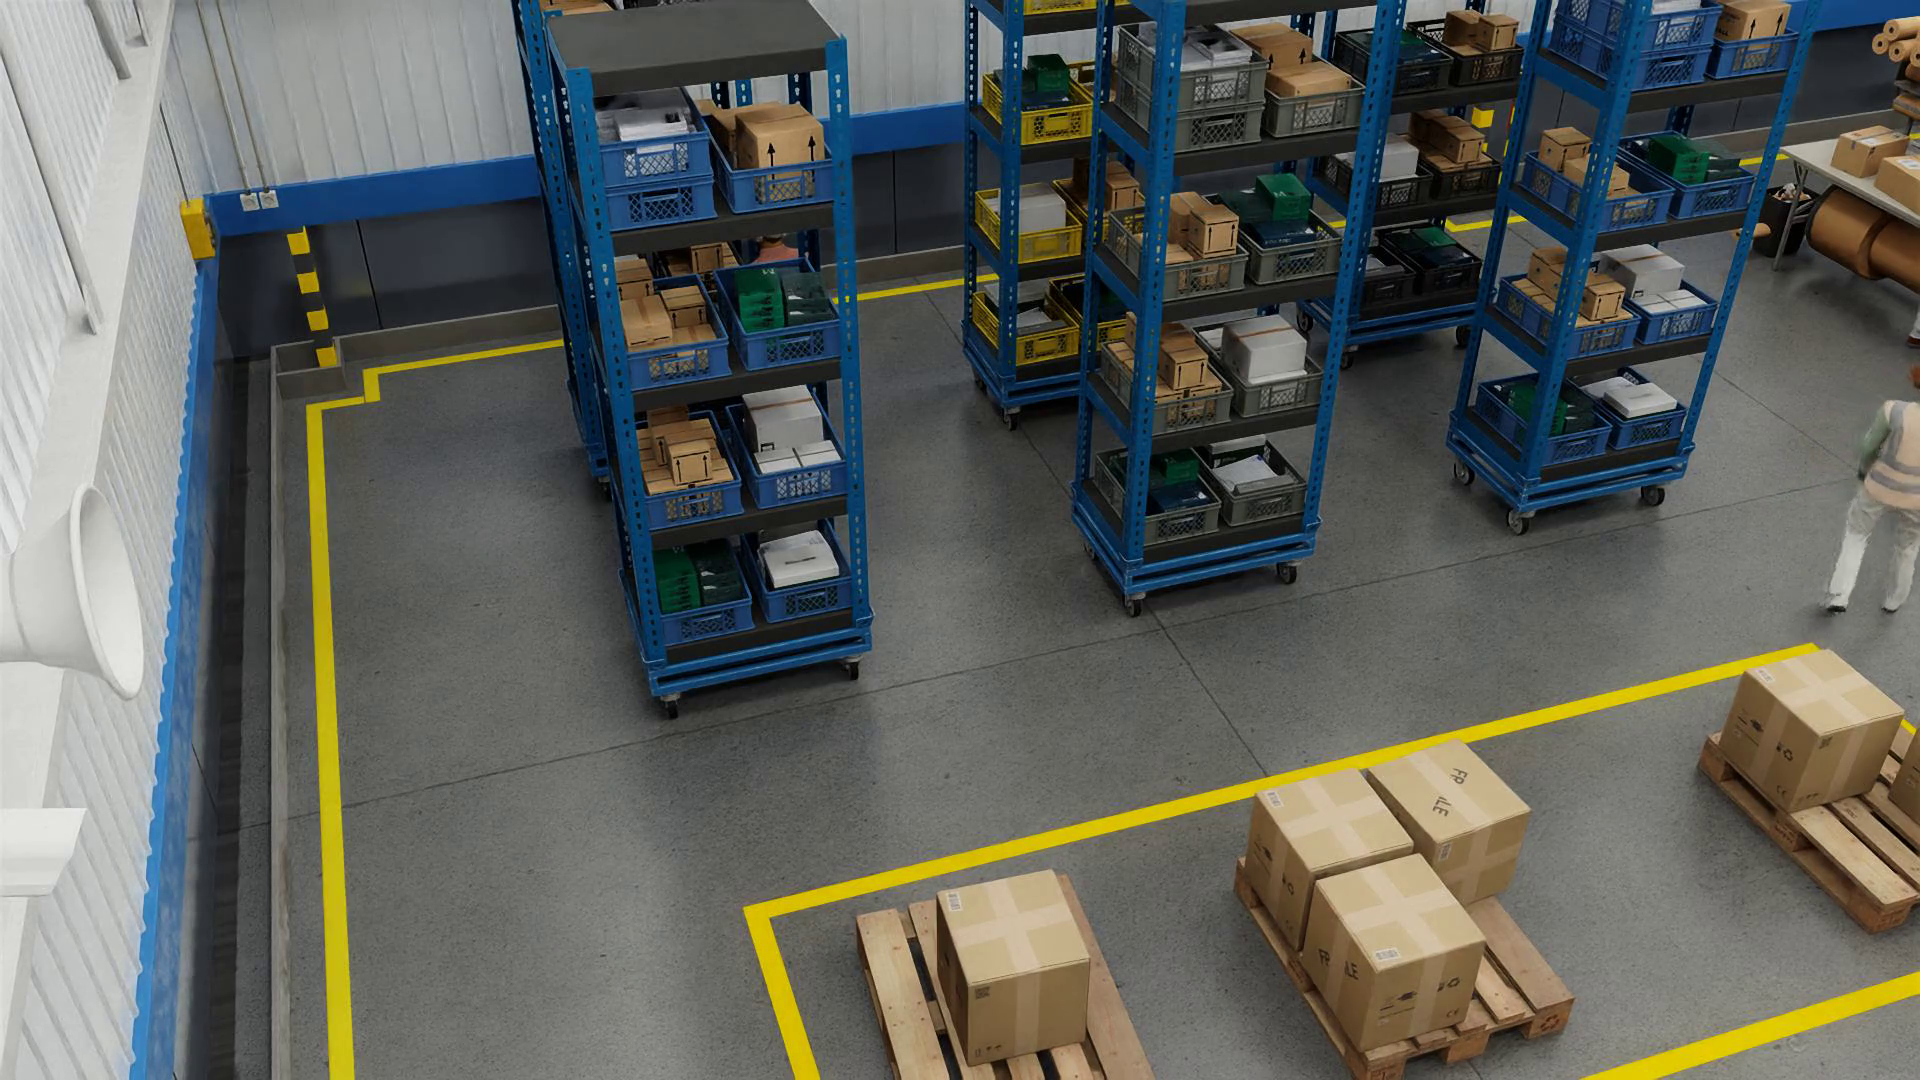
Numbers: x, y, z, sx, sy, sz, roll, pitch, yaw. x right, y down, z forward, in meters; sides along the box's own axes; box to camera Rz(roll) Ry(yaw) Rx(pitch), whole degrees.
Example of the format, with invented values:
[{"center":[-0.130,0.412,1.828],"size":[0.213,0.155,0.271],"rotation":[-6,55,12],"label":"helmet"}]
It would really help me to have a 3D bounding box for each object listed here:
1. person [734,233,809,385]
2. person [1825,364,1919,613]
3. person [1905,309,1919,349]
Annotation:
[{"center":[-1.120,-1.174,10.230],"size":[0.626,1.980,0.410],"rotation":[-27,43,-33],"label":"person"},{"center":[5.215,-0.244,9.216],"size":[0.544,1.618,0.513],"rotation":[14,38,19],"label":"person"},{"center":[7.138,-2.124,11.619],"size":[0.370,1.930,0.628],"rotation":[2,35,2],"label":"person"}]
